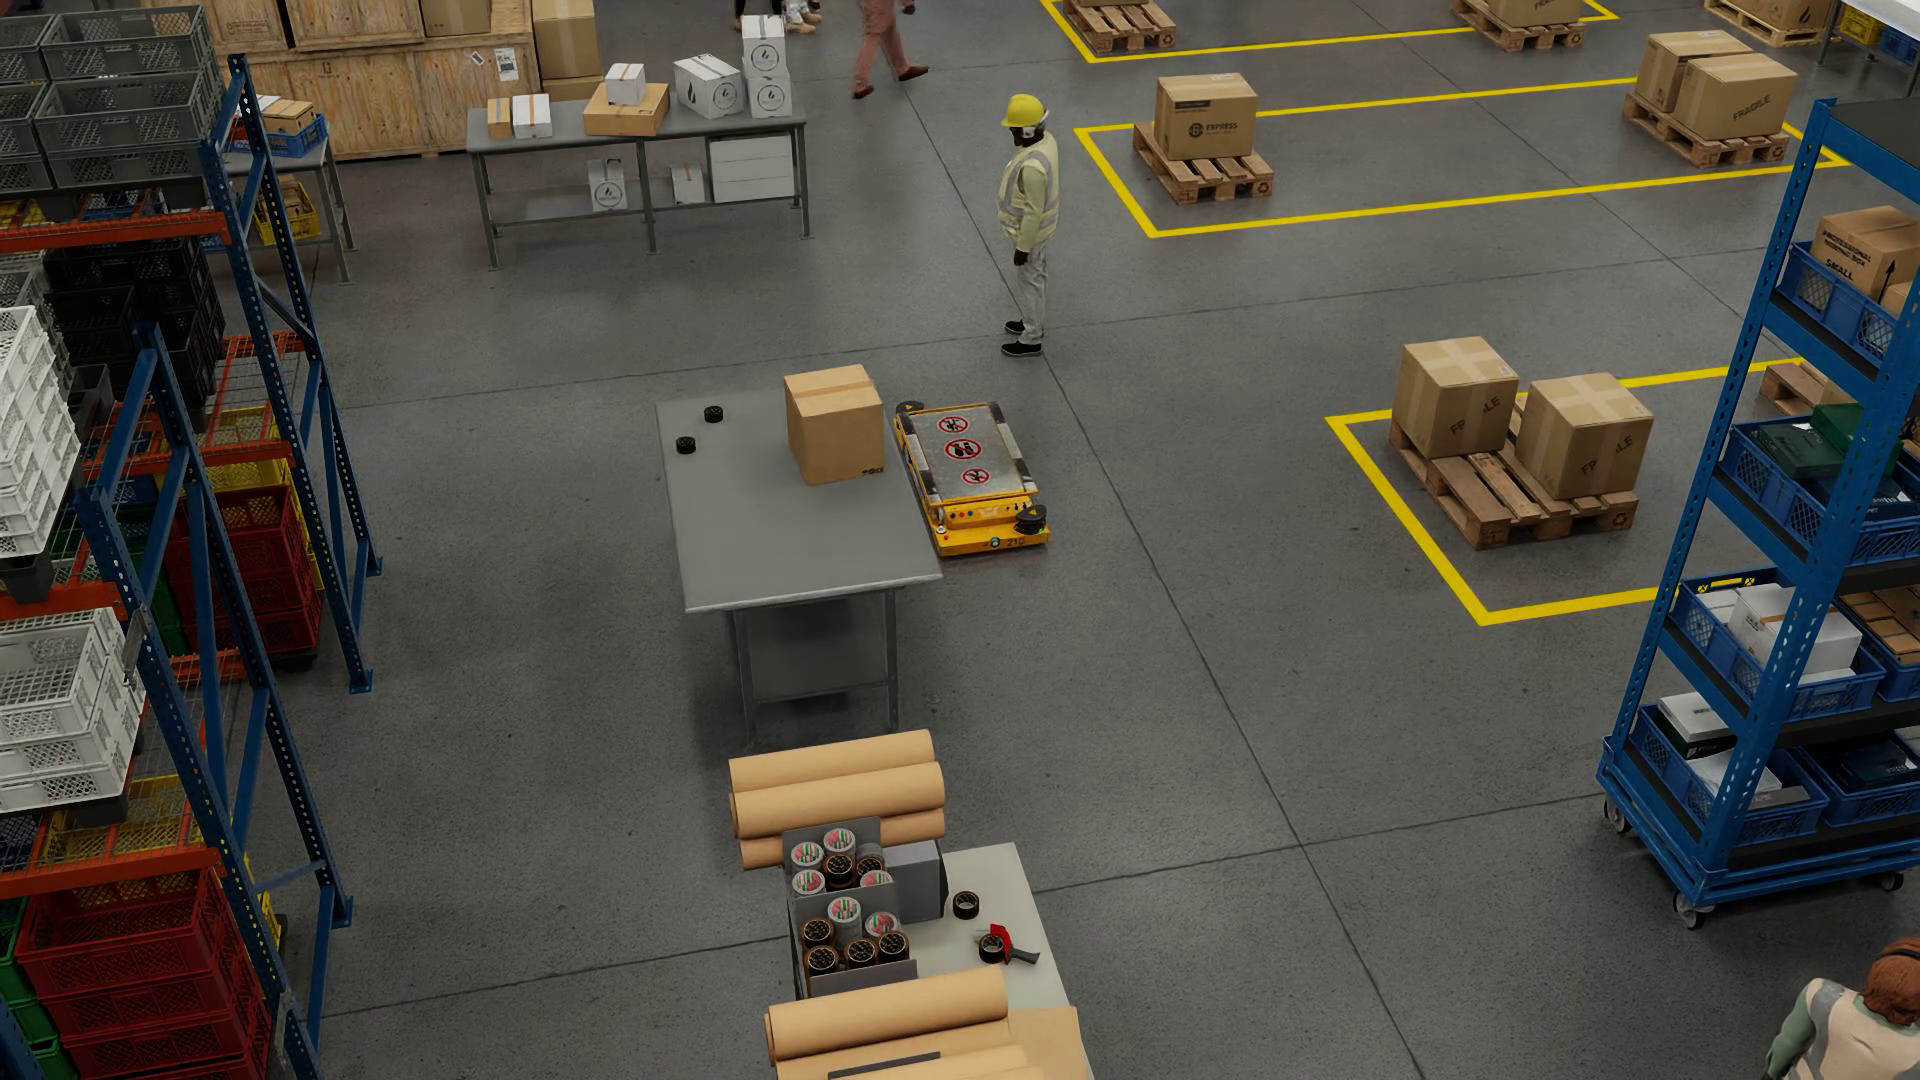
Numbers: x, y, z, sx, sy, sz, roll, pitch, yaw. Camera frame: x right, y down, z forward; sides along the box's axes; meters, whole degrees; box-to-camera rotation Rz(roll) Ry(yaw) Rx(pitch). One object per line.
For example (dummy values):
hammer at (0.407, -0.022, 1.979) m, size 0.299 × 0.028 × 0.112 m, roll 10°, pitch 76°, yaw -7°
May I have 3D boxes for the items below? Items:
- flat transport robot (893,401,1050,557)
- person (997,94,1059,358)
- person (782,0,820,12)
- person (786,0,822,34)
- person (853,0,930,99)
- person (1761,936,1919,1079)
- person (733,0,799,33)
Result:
flat transport robot at (0.046, -0.430, 10.108) m, size 0.652 × 0.197 × 1.431 m, roll -8°, pitch 37°, yaw -10°
person at (0.446, -2.082, 11.038) m, size 0.403 × 1.823 × 0.588 m, roll 5°, pitch 37°, yaw 7°
person at (-1.621, -6.172, 16.502) m, size 0.507 × 1.865 × 0.329 m, roll -19°, pitch 41°, yaw -23°
person at (-1.574, -5.889, 16.149) m, size 0.430 × 1.834 × 0.643 m, roll 6°, pitch 37°, yaw 8°
person at (-0.636, -4.884, 14.790) m, size 0.847 × 1.847 × 0.708 m, roll -19°, pitch 41°, yaw -24°
person at (3.011, 1.983, 5.735) m, size 0.517 × 1.632 × 0.314 m, roll 30°, pitch 46°, yaw 34°
person at (-1.923, -5.664, 15.987) m, size 0.763 × 1.645 × 0.538 m, roll 13°, pitch 39°, yaw 17°
